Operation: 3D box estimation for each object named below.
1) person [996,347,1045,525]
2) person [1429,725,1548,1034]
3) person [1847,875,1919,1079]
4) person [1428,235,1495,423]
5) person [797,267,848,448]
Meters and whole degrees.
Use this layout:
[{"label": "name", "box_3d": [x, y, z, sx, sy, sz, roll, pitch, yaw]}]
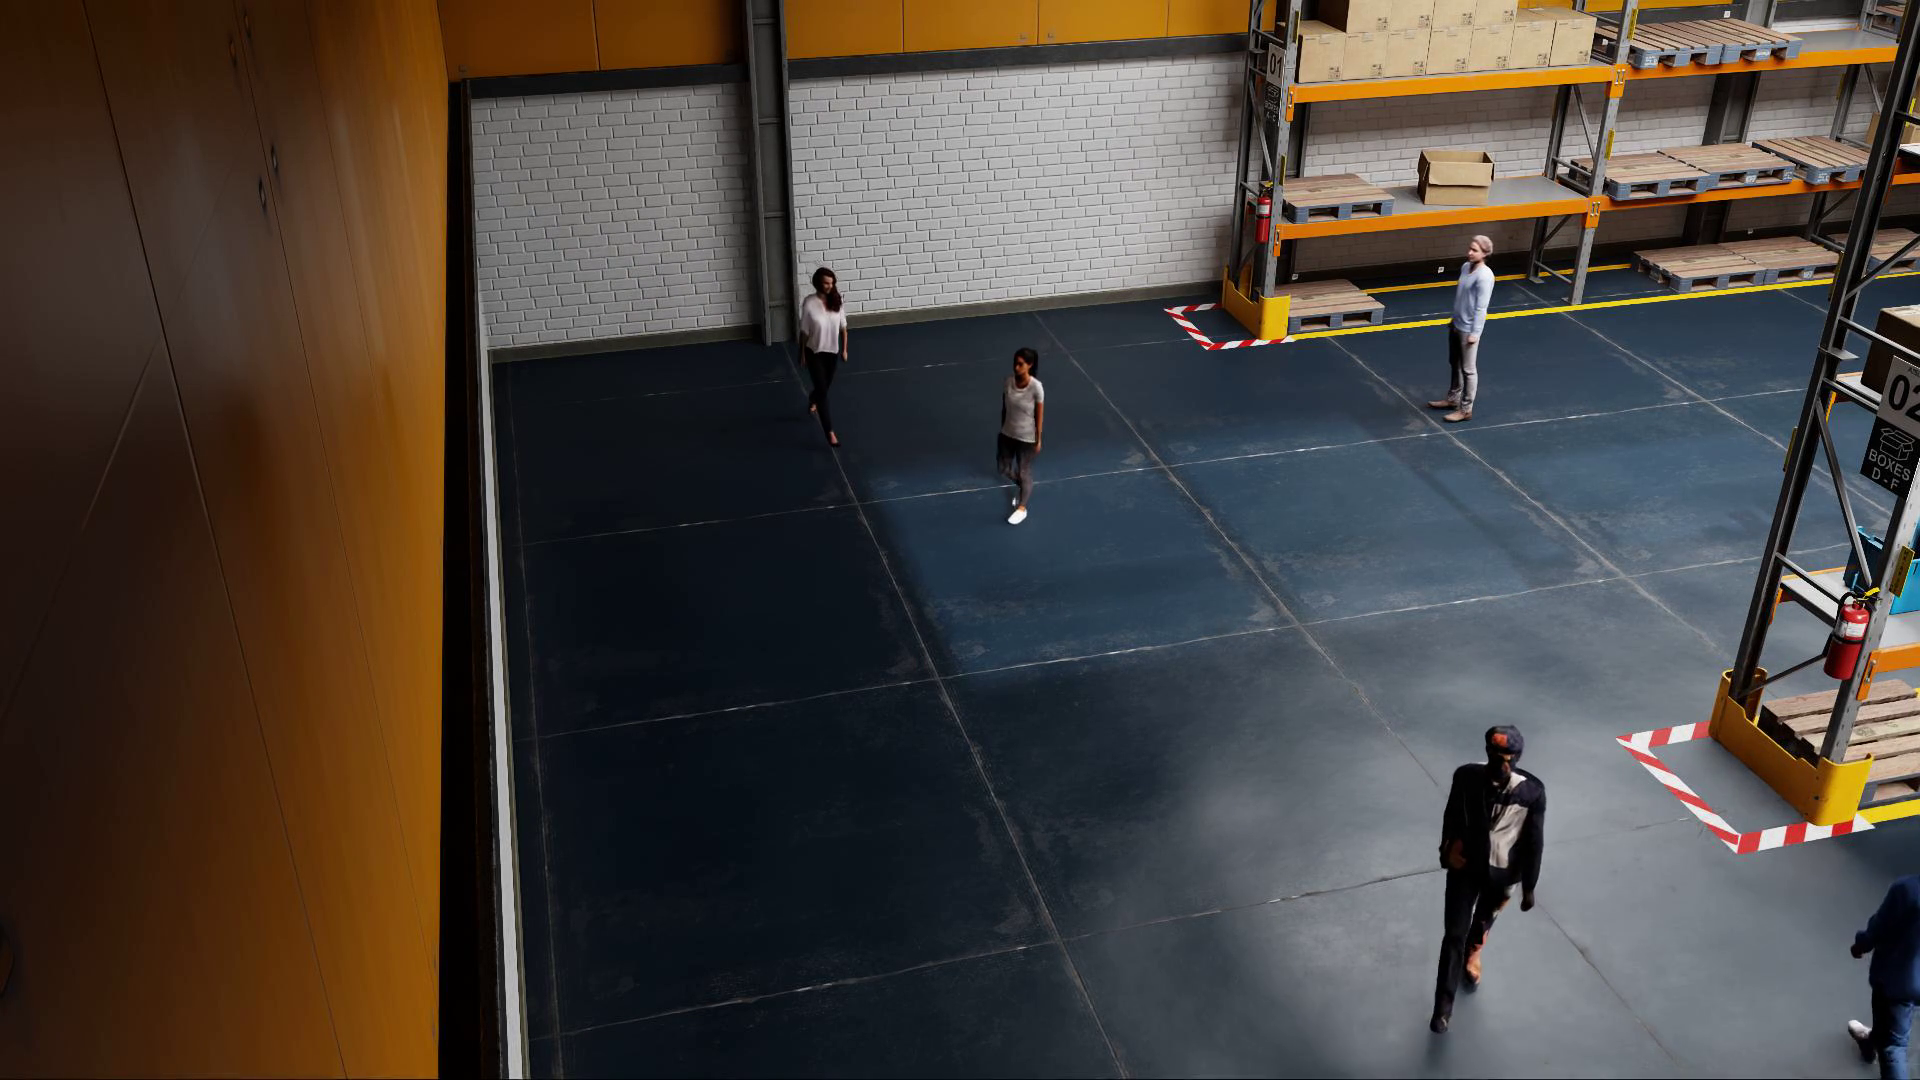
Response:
[{"label": "person", "box_3d": [0.577, -0.950, 14.645, 0.746, 1.637, 0.809, 19, 34, 31]}, {"label": "person", "box_3d": [2.979, 1.794, 9.394, 1.164, 1.849, 1.124, 8, 30, 15]}, {"label": "person", "box_3d": [4.949, 2.281, 8.576, 1.160, 1.778, 0.966, 1, 29, 2]}, {"label": "person", "box_3d": [5.034, -2.114, 16.510, 0.597, 1.894, 0.686, -4, 29, -8]}, {"label": "person", "box_3d": [-1.381, -1.824, 16.126, 1.150, 1.754, 0.916, -14, 32, -24]}]
